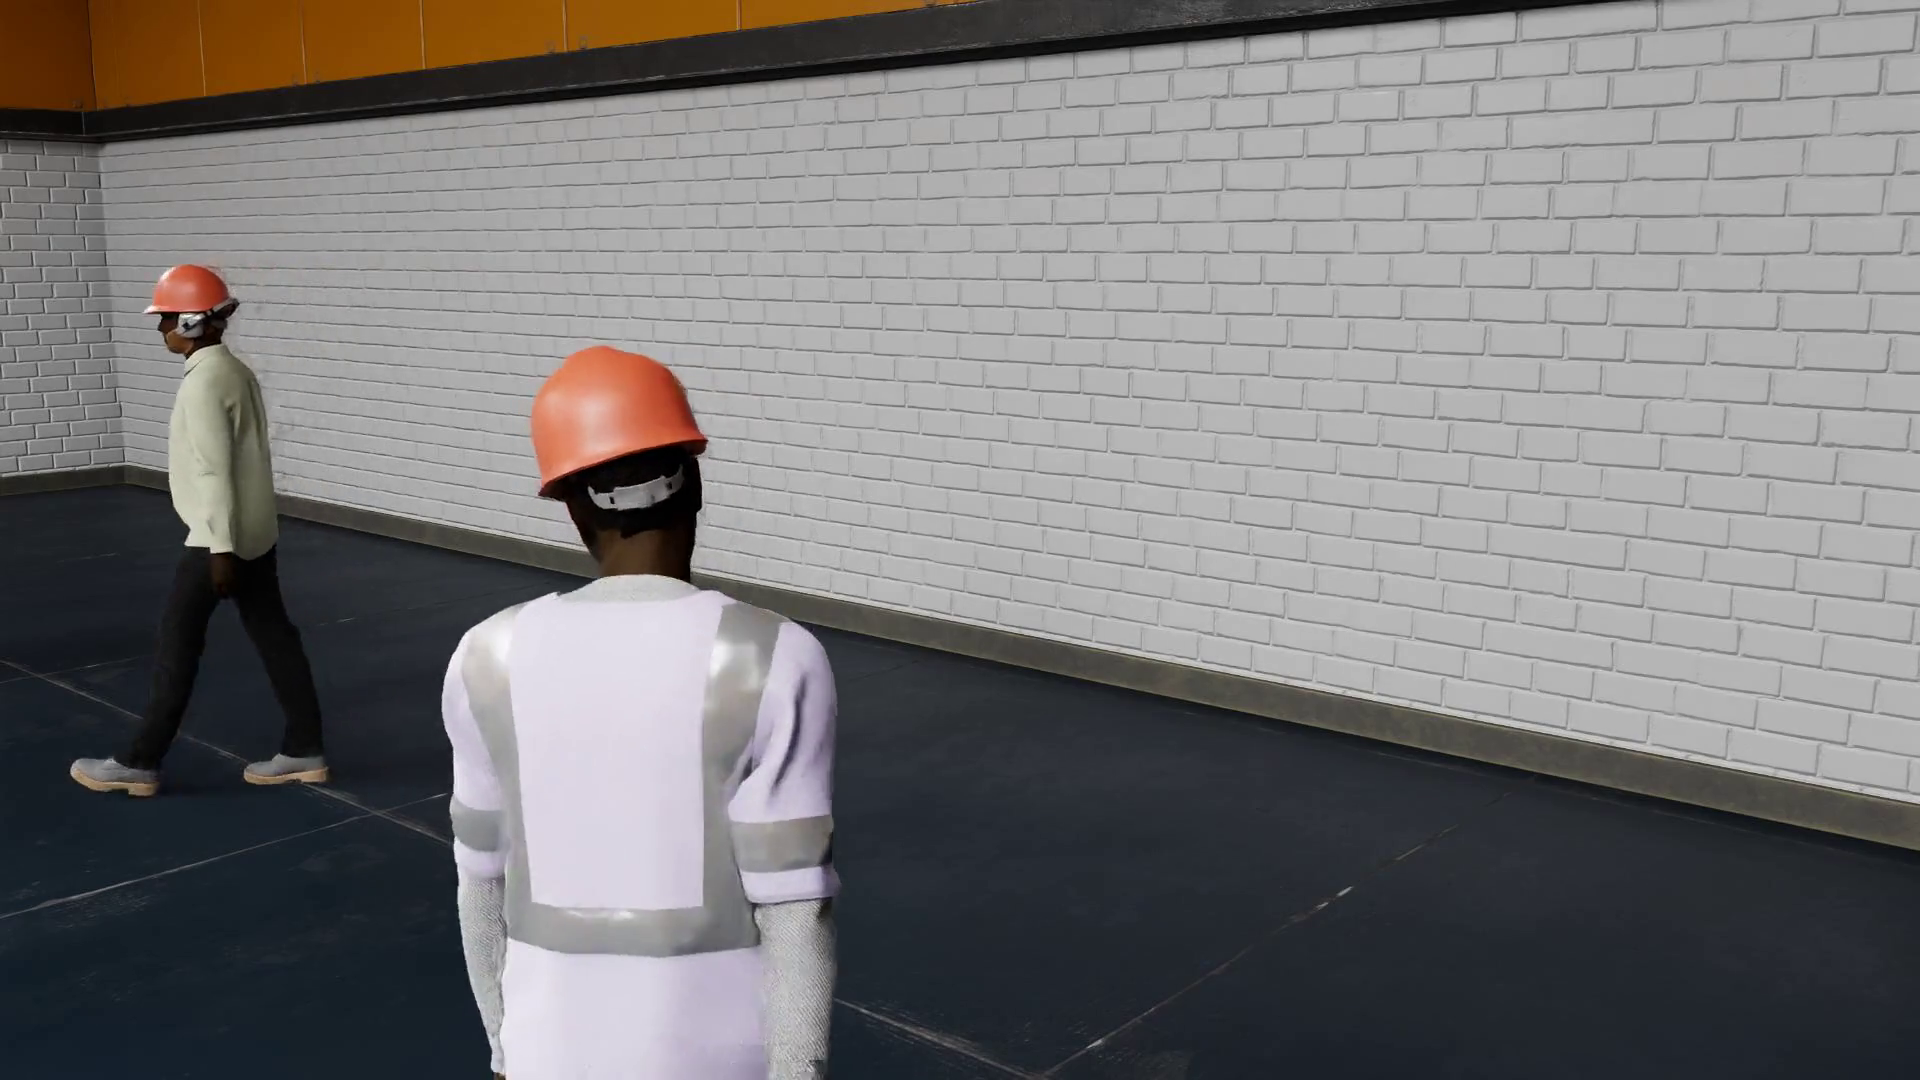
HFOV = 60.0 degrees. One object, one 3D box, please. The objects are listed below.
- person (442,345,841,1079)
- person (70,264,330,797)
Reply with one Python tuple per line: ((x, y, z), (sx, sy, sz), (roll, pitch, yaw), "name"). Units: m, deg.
((-0.421, 0.703, 2.193), (0.559, 1.888, 0.650), (1, 10, 8), "person")
((-2.856, -0.023, 6.143), (0.984, 1.949, 0.639), (-1, 10, -8), "person")
